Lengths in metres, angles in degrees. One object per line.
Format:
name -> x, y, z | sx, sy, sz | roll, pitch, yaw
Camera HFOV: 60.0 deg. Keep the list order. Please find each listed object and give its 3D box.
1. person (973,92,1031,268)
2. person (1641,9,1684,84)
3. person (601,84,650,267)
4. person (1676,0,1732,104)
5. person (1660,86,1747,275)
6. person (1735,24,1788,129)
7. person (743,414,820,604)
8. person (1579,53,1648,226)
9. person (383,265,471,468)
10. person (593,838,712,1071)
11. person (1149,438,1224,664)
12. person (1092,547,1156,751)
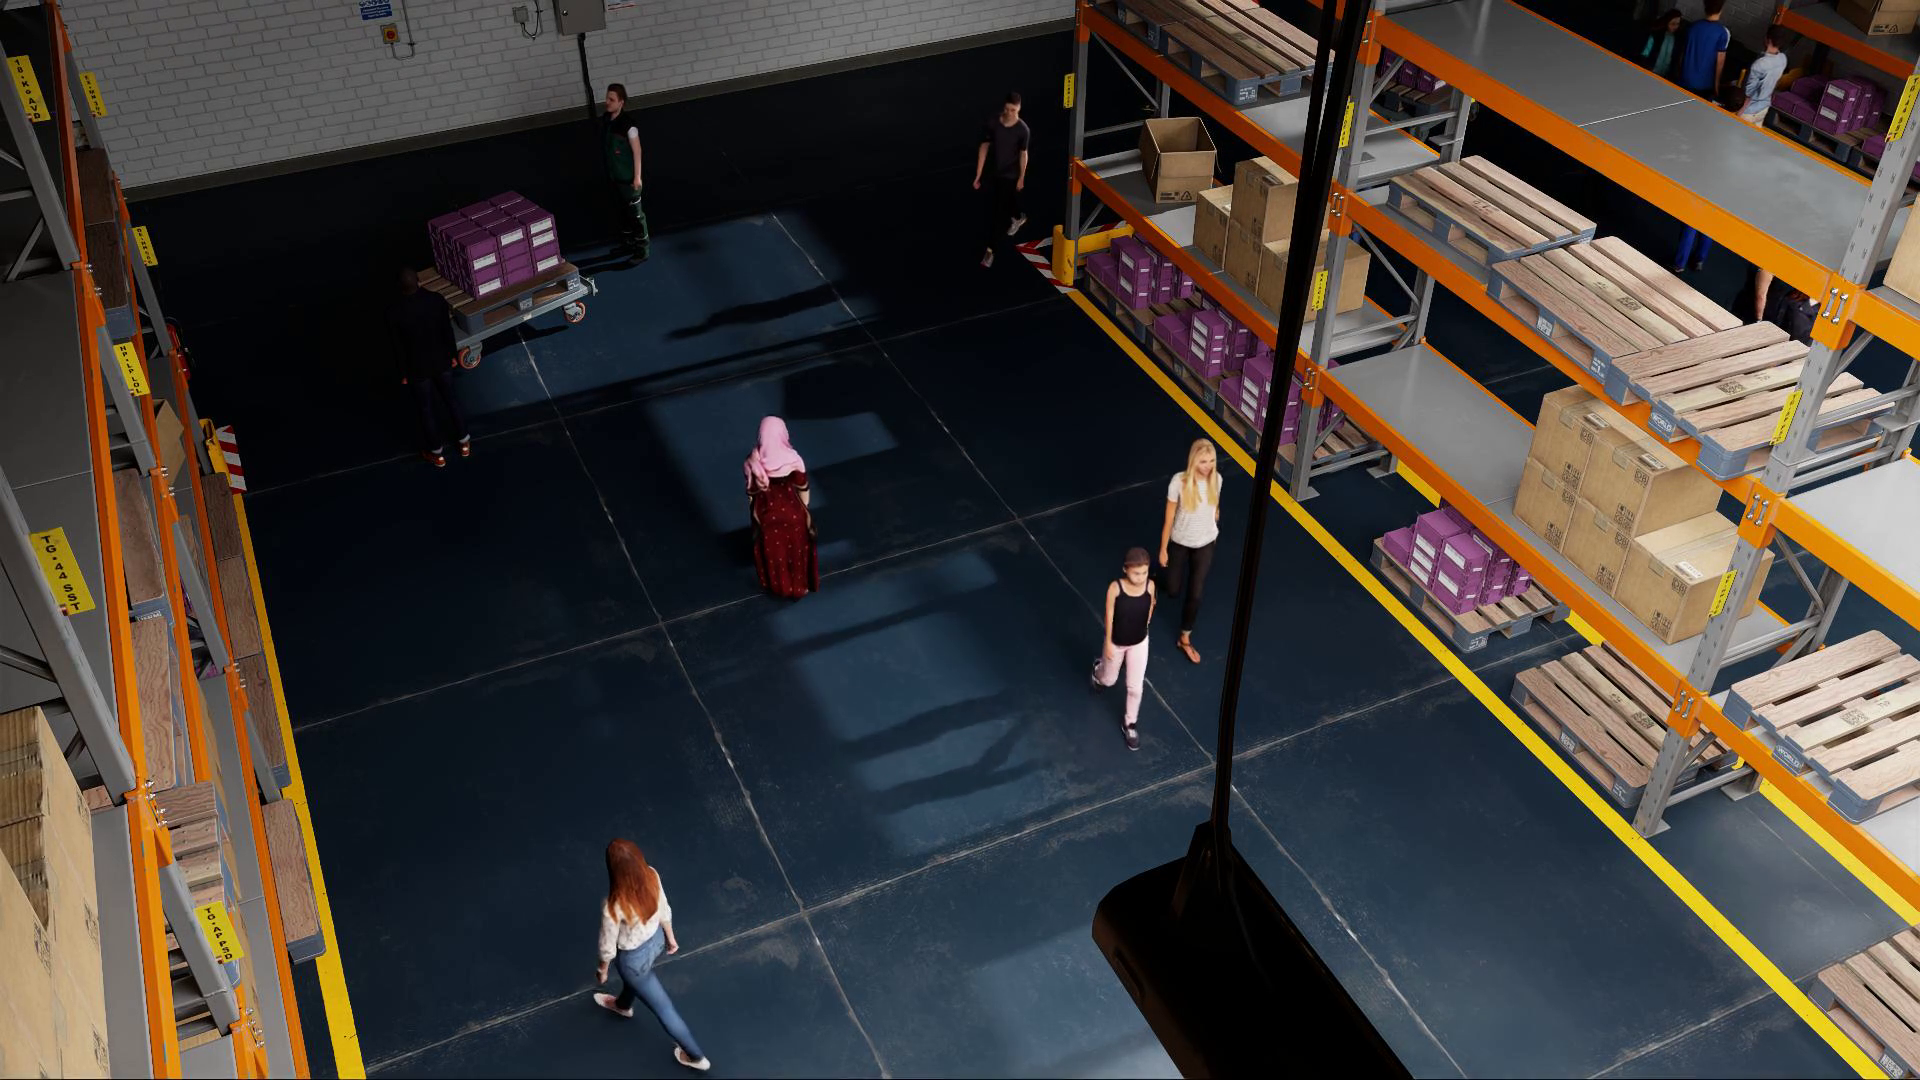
person -> 0.483, -3.647, 16.479 | 1.222, 1.711, 1.140 | 24, 44, 27
person -> 7.767, -5.290, 18.714 | 0.627, 1.489, 0.626 | -10, 40, -13
person -> -3.301, -3.592, 16.304 | 0.774, 1.843, 0.633 | -30, 47, -32
person -> 7.931, -4.981, 18.045 | 0.848, 1.841, 0.752 | -24, 44, -27
person -> 7.270, -3.475, 16.120 | 0.734, 1.888, 0.712 | -6, 39, -8
person -> 8.298, -4.488, 17.423 | 0.667, 1.847, 0.553 | -20, 43, -23
person -> -1.333, -0.224, 12.250 | 0.768, 1.639, 0.767 | 0, 39, 0
person -> 6.672, -4.134, 17.032 | 0.660, 1.781, 0.646 | -24, 44, -27
person -> -4.357, -1.432, 13.618 | 0.745, 1.819, 0.682 | -27, 46, -29
person -> -1.676, 2.291, 9.062 | 1.183, 1.687, 1.005 | 21, 43, 24
person -> 1.575, -0.001, 11.837 | 0.659, 1.806, 0.988 | -13, 40, -16
person -> 1.092, 0.644, 11.237 | 0.677, 1.546, 0.991 | -6, 39, -7
